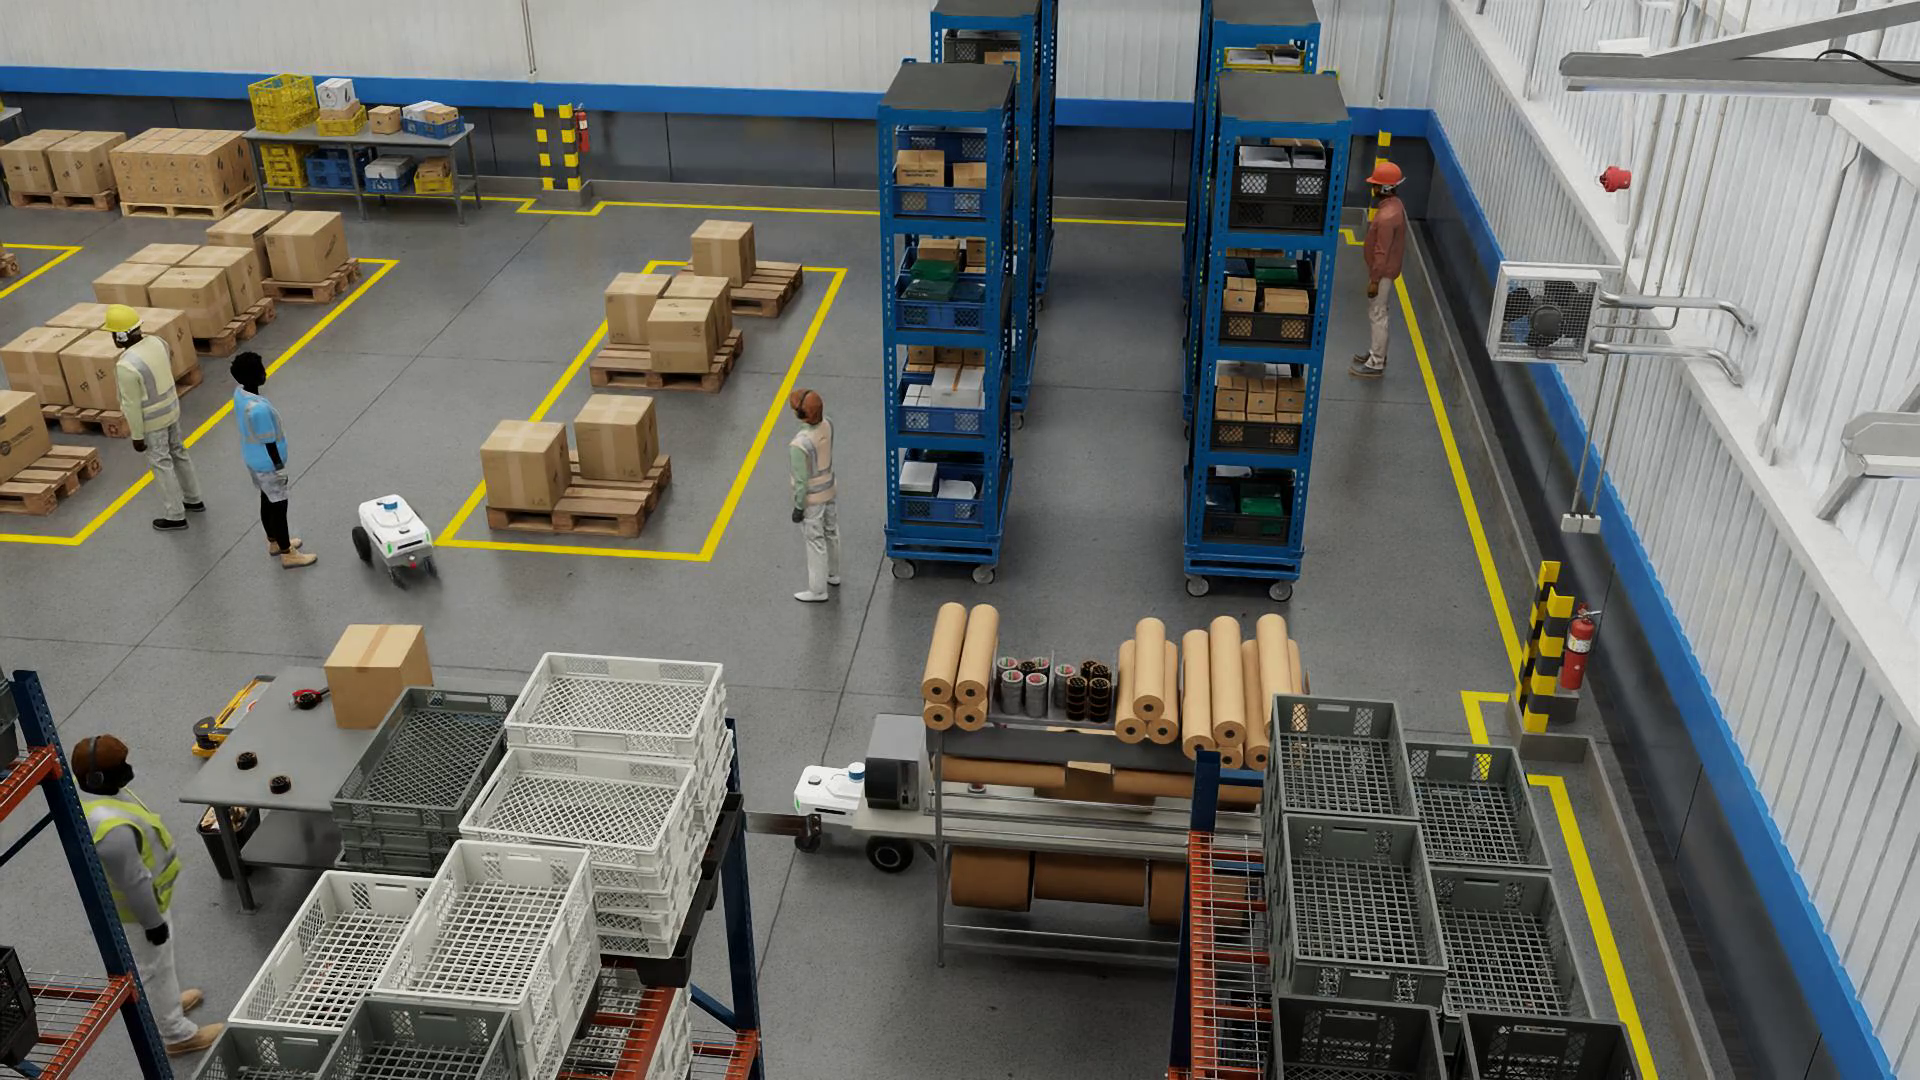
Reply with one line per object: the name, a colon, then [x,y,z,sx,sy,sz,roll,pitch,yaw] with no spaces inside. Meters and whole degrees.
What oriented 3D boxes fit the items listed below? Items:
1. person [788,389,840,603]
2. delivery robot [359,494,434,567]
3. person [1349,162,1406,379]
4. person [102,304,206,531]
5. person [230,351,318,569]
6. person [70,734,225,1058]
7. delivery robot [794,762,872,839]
person: [-1.039,-0.317,11.837,0.314,1.642,0.514,12,32,20]
delivery robot: [-4.218,-0.084,12.420,0.477,0.478,0.707,-19,35,-29]
person: [3.827,-2.477,15.217,0.409,1.986,0.618,9,31,15]
person: [-6.188,-0.946,12.740,0.403,1.824,0.597,2,30,3]
person: [-5.097,-0.595,12.259,0.315,1.696,0.541,-22,37,-33]
person: [-4.023,1.725,8.137,0.430,1.841,0.624,-22,37,-33]
delivery robot: [-0.594,1.514,9.676,0.707,0.478,0.477,6,31,10]
